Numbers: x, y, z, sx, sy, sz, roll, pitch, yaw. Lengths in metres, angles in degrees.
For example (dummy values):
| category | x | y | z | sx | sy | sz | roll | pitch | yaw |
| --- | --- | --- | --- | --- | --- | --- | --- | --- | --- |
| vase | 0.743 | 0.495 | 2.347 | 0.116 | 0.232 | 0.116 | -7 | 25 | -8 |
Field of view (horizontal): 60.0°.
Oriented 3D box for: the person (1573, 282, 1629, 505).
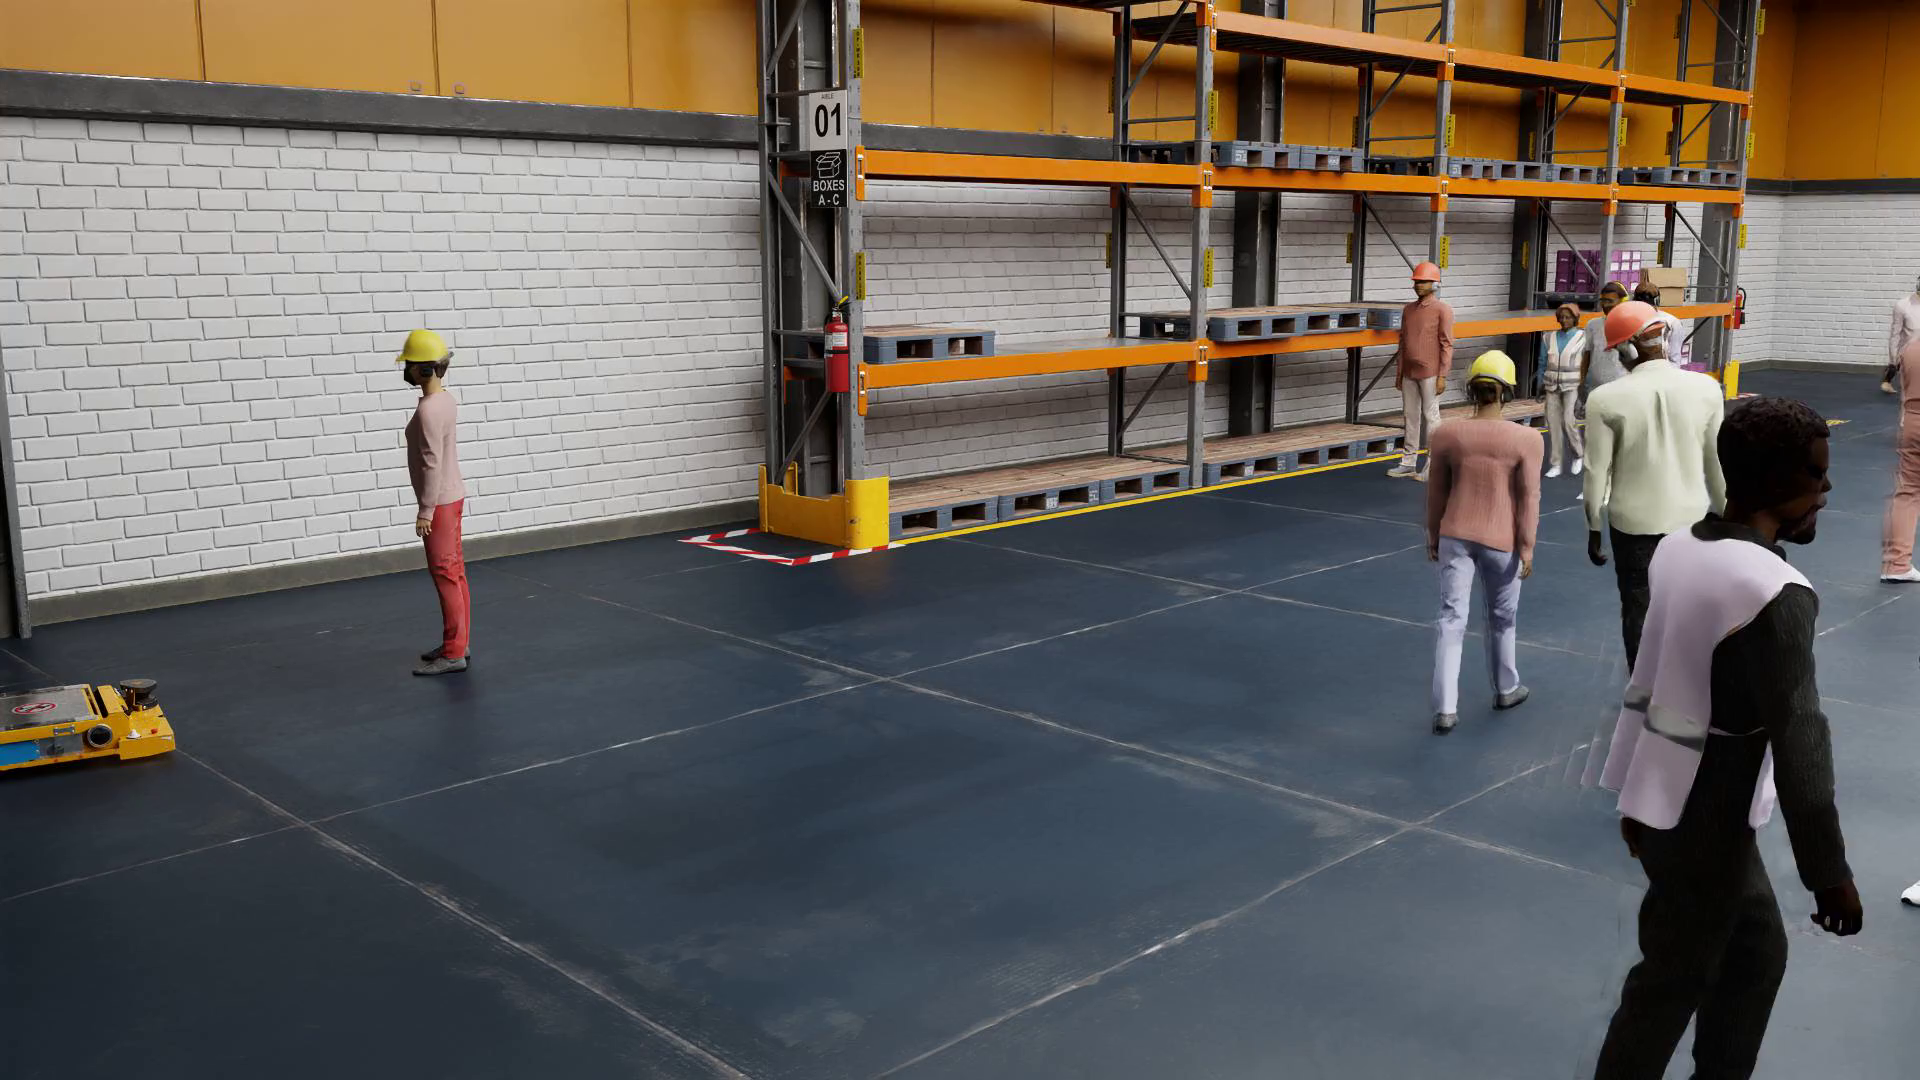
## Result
| category | x | y | z | sx | sy | sz | roll | pitch | yaw |
| --- | --- | --- | --- | --- | --- | --- | --- | --- | --- |
| person | 5.446 | -1.219 | 13.949 | 0.571 | 1.879 | 0.500 | 10 | 14 | 44 |

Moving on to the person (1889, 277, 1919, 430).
| category | x | y | z | sx | sy | sz | roll | pitch | yaw |
| --- | --- | --- | --- | --- | --- | --- | --- | --- | --- |
| person | 10.366 | -1.950 | 17.867 | 0.662 | 1.853 | 0.991 | 4 | 11 | 22 |

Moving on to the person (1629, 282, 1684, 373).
| category | x | y | z | sx | sy | sz | roll | pitch | yaw |
| --- | --- | --- | --- | --- | --- | --- | --- | --- | --- |
| person | 5.908 | -1.313 | 14.453 | 0.624 | 1.844 | 0.429 | 7 | 13 | 34 |

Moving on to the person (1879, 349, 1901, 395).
| category | x | y | z | sx | sy | sz | roll | pitch | yaw |
| --- | --- | --- | --- | --- | --- | --- | --- | --- | --- |
| person | 13.395 | -2.827 | 23.258 | 0.893 | 1.642 | 0.611 | 4 | 11 | 19 |

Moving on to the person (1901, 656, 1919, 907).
| category | x | y | z | sx | sy | sz | roll | pitch | yaw |
| --- | --- | --- | --- | --- | --- | --- | --- | --- | --- |
| person | 3.439 | 0.304 | 5.392 | 0.360 | 1.930 | 0.587 | -9 | 14 | -42 |

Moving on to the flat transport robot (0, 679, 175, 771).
| category | x | y | z | sx | sy | sz | roll | pitch | yaw |
| --- | --- | --- | --- | --- | --- | --- | --- | --- | --- |
| flat transport robot | -4.149 | 0.833 | 7.029 | 1.431 | 0.197 | 0.652 | -6 | 12 | -31 |

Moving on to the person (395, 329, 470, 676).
| category | x | y | z | sx | sy | sz | roll | pitch | yaw |
| --- | --- | --- | --- | --- | --- | --- | --- | --- | --- |
| person | -2.698 | -0.193 | 8.542 | 0.305 | 1.771 | 0.525 | -2 | 11 | -9 |

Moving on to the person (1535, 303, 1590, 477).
| category | x | y | z | sx | sy | sz | roll | pitch | yaw |
| --- | --- | --- | --- | --- | --- | --- | --- | --- | --- |
| person | 5.585 | -1.378 | 15.406 | 0.363 | 1.627 | 0.517 | -10 | 14 | -42 |

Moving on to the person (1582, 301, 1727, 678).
| category | x | y | z | sx | sy | sz | roll | pitch | yaw |
| --- | --- | --- | --- | --- | --- | --- | --- | --- | --- |
| person | 3.124 | -0.081 | 7.426 | 0.688 | 1.950 | 0.628 | 1 | 10 | 5 |

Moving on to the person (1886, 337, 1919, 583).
| category | x | y | z | sx | sy | sz | roll | pitch | yaw |
| --- | --- | --- | --- | --- | --- | --- | --- | --- | --- |
| person | 6.403 | -0.642 | 10.675 | 0.863 | 1.873 | 0.680 | -2 | 11 | -12 |

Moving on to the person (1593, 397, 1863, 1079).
| category | x | y | z | sx | sy | sz | roll | pitch | yaw |
| --- | --- | --- | --- | --- | --- | --- | --- | --- | --- |
| person | 1.756 | 0.631 | 3.716 | 0.746 | 1.894 | 0.596 | 1 | 10 | 8 |

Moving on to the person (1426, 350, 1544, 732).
| category | x | y | z | sx | sy | sz | roll | pitch | yaw |
| --- | --- | --- | --- | --- | --- | --- | --- | --- | --- |
| person | 2.405 | -0.009 | 7.660 | 0.533 | 1.719 | 0.821 | 6 | 12 | 31 |

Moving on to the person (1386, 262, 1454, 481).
| category | x | y | z | sx | sy | sz | roll | pitch | yaw |
| --- | --- | --- | --- | --- | --- | --- | --- | --- | --- |
| person | 4.236 | -1.542 | 15.268 | 0.372 | 1.996 | 0.622 | -6 | 12 | -29 |
